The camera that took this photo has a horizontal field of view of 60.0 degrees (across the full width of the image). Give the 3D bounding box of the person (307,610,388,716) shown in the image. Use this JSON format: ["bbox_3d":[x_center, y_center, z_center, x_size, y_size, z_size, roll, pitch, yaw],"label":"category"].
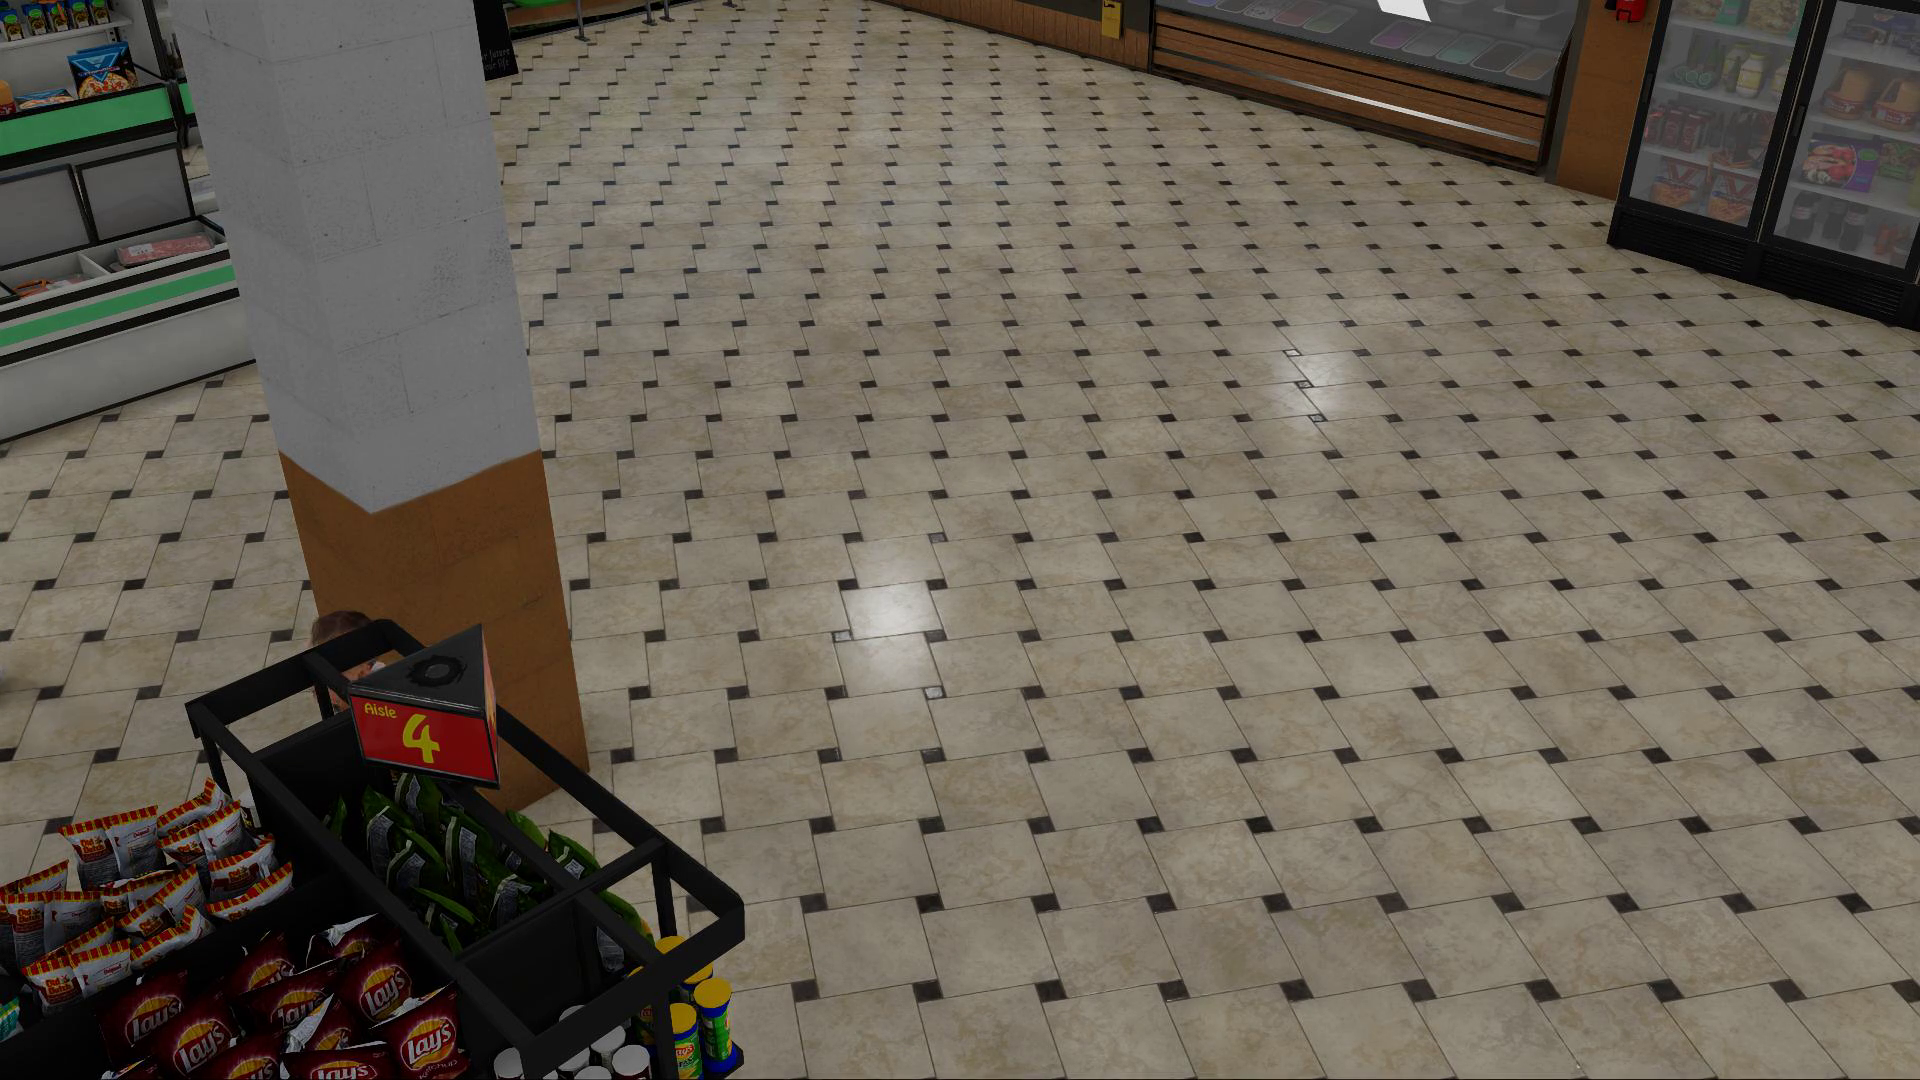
[{"bbox_3d":[-1.735,0.933,5.415,1.295,1.769,0.891,-15,35,-23],"label":"person"}]
